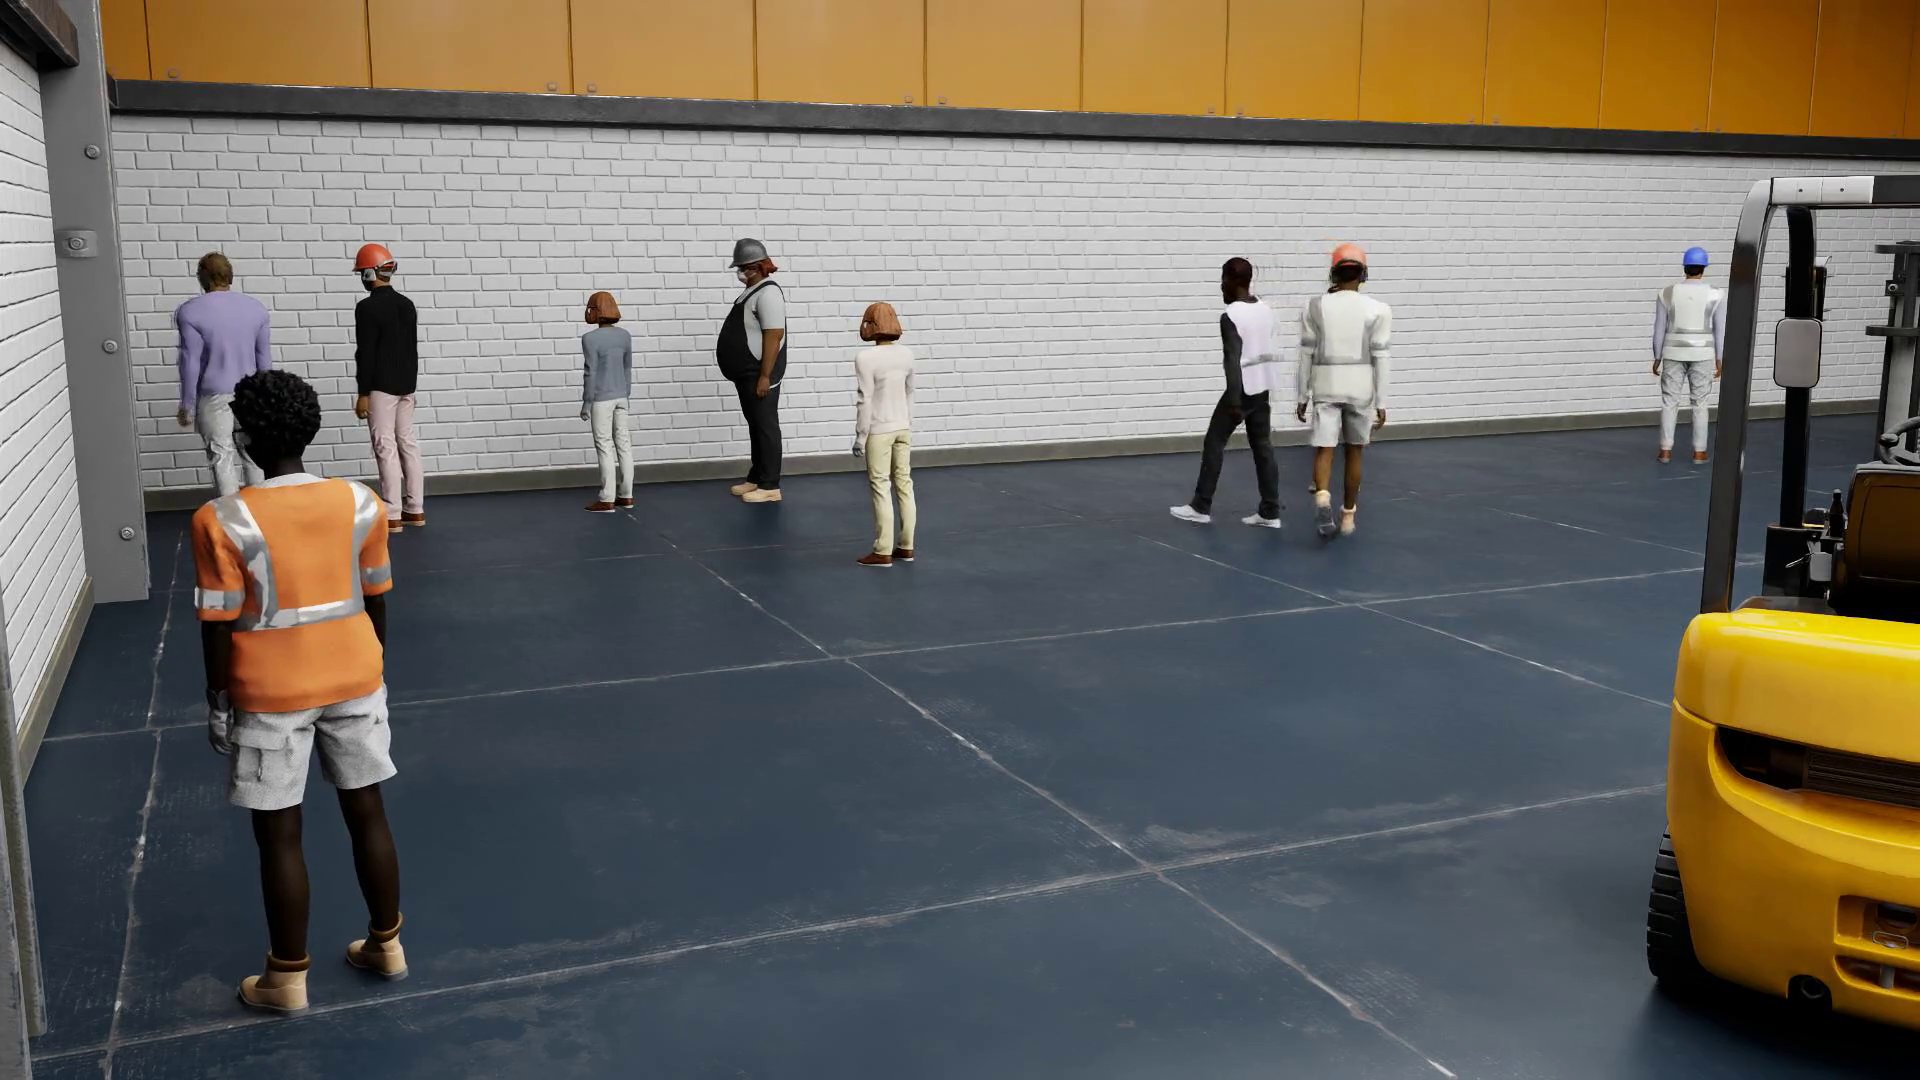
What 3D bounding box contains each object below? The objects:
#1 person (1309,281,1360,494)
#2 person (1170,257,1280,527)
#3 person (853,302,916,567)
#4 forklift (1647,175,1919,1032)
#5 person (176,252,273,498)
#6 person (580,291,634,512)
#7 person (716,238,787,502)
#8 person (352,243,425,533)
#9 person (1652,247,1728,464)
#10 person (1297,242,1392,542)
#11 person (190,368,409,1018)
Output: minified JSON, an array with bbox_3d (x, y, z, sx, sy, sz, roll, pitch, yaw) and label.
[{"bbox_3d":[2.985,-1.238,13.183,0.535,1.767,0.317,1,10,8],"label":"person"},{"bbox_3d":[1.916,-1.038,11.775,0.897,1.883,0.614,9,14,41],"label":"person"},{"bbox_3d":[-0.471,-0.650,10.305,0.286,1.633,0.501,9,14,40],"label":"person"},{"bbox_3d":[2.810,0.094,4.662,1.214,2.155,2.313,7,12,34],"label":"forklift"},{"bbox_3d":[-4.952,-0.966,11.262,0.487,1.934,0.650,8,13,36],"label":"person"},{"bbox_3d":[-2.625,-1.022,12.359,0.279,1.632,0.505,6,12,28],"label":"person"},{"bbox_3d":[-1.608,-1.316,12.856,0.536,2.000,0.677,-3,11,-18],"label":"person"},{"bbox_3d":[-3.986,-1.050,11.542,0.401,1.986,0.612,3,11,14],"label":"person"},{"bbox_3d":[6.571,-1.658,15.000,0.615,1.943,0.409,5,11,26],"label":"person"},{"bbox_3d":[2.546,-0.976,11.090,0.607,2.010,0.889,3,11,16],"label":"person"},{"bbox_3d":[-1.729,0.398,4.384,0.321,1.691,0.532,9,14,40],"label":"person"}]
